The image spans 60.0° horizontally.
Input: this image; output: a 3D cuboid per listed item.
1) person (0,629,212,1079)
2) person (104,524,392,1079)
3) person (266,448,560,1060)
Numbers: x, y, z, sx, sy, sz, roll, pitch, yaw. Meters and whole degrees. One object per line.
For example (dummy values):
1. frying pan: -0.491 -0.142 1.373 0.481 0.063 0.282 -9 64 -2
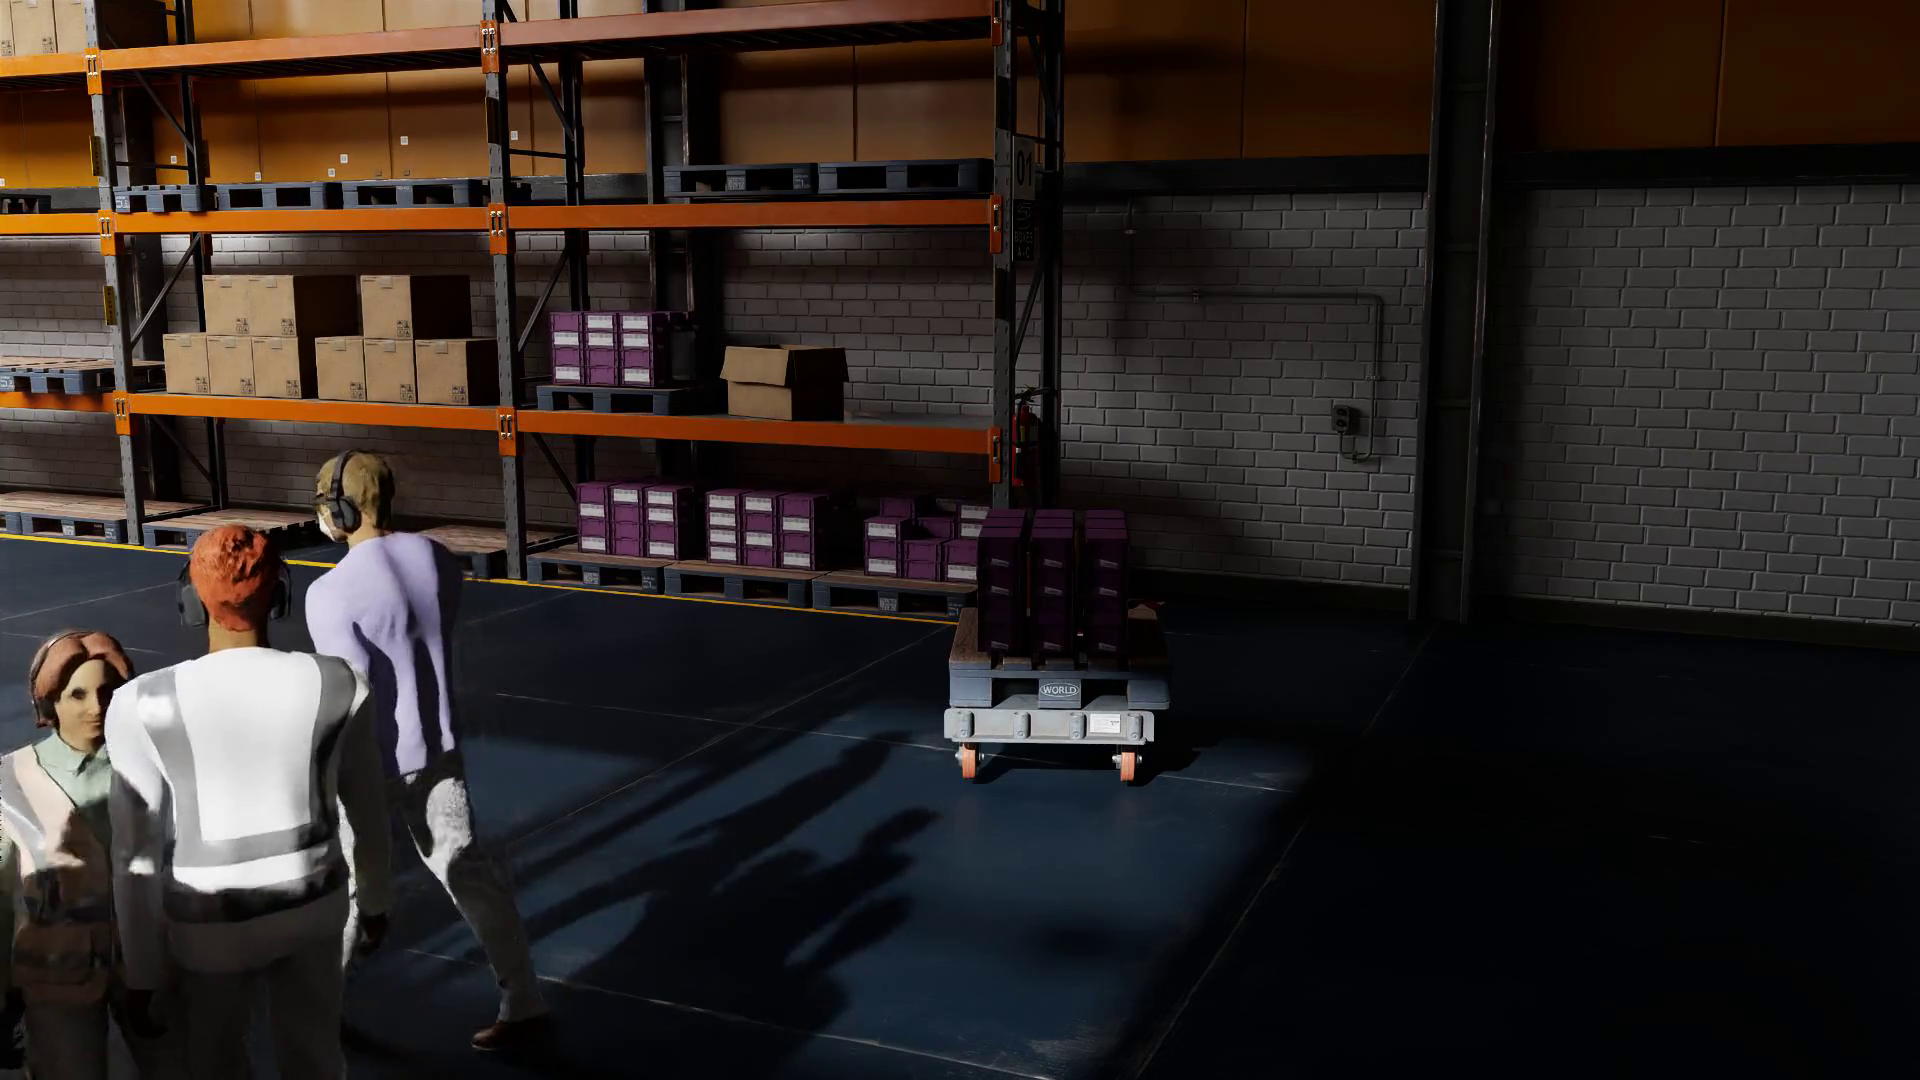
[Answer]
1. person: -1.953 0.990 3.793 0.527 1.626 0.523 -8 12 -38
2. person: -1.639 0.868 3.889 0.606 1.829 0.993 -5 11 -30
3. person: -1.692 0.659 5.038 1.049 1.891 0.626 5 11 26
